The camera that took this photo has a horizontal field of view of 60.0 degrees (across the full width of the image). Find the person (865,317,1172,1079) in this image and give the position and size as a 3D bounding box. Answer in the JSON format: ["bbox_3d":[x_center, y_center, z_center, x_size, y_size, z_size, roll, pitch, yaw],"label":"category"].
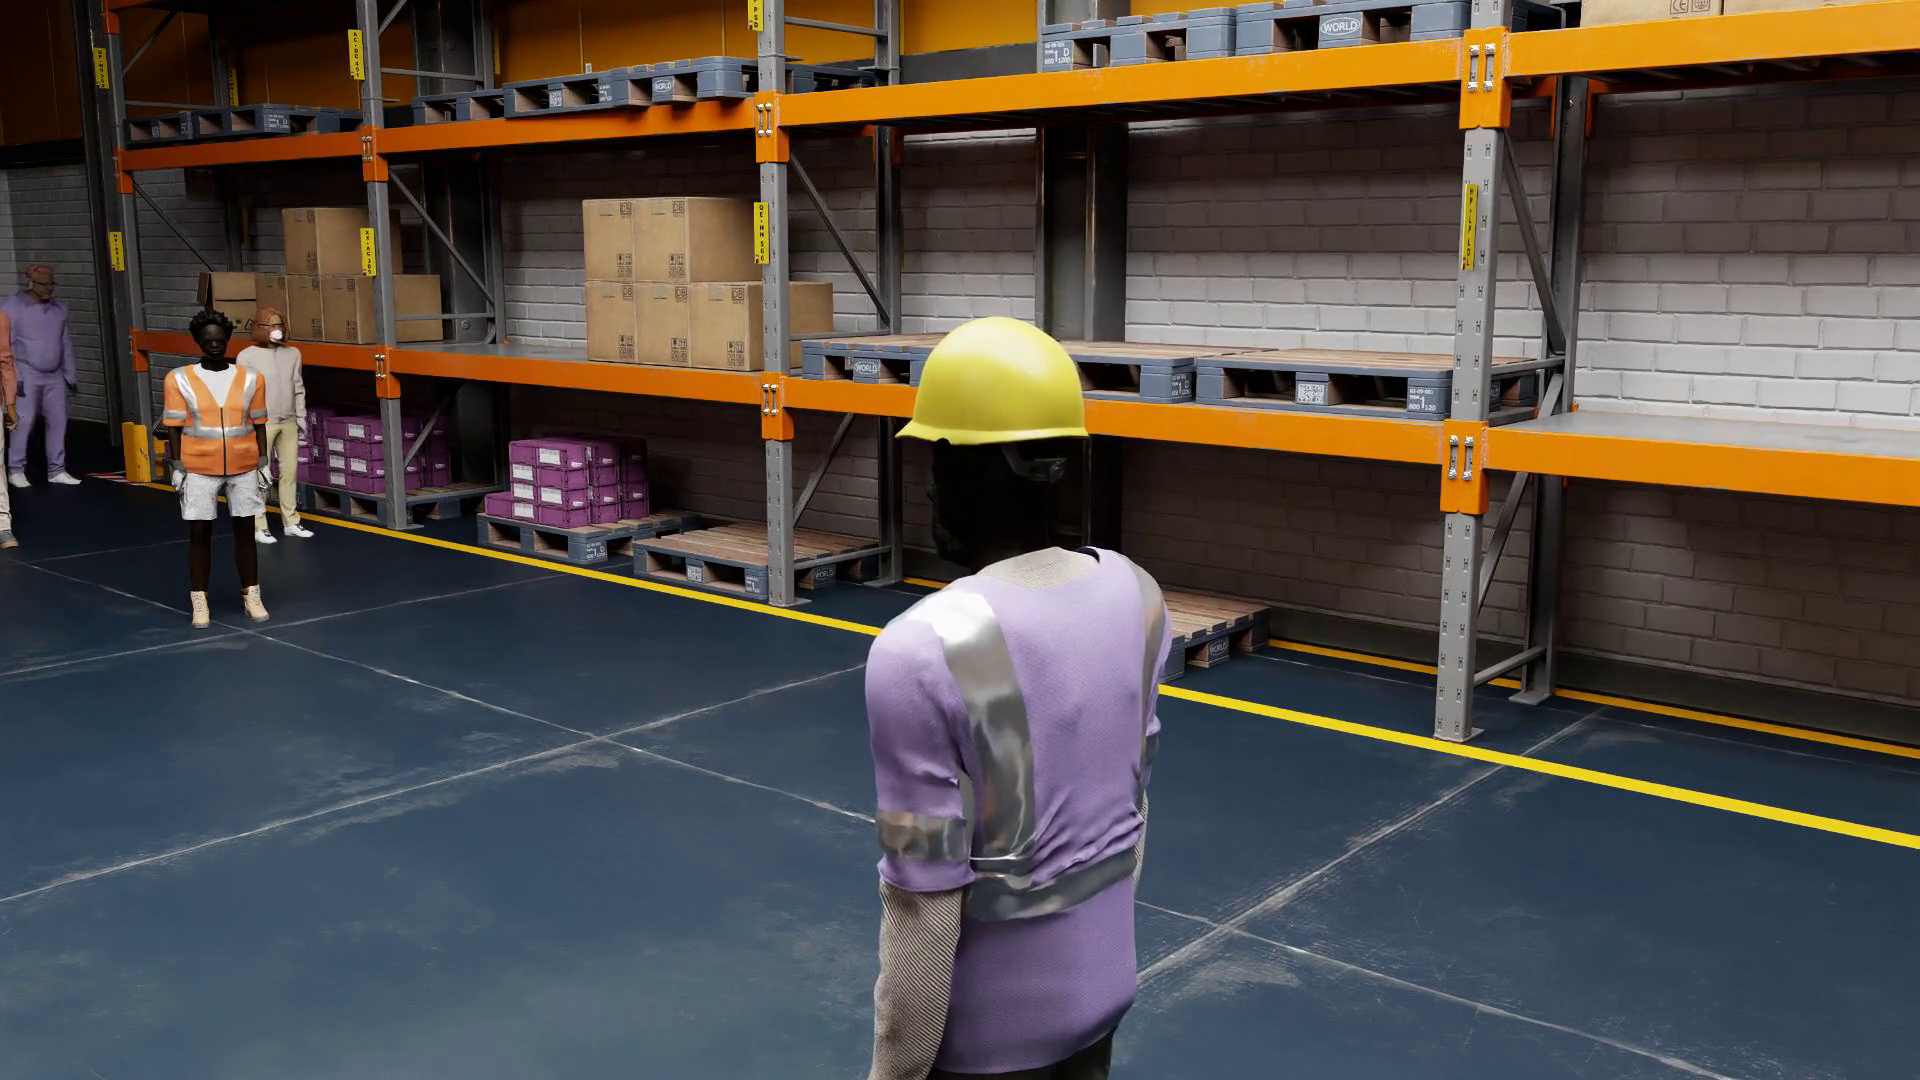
[{"bbox_3d":[0.061,0.649,2.409,0.370,1.927,0.588,8,13,37],"label":"person"}]

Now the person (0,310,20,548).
[{"bbox_3d":[-6.644,-0.917,11.135,0.612,1.995,0.376,-7,12,-36],"label":"person"}]

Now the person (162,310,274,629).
[{"bbox_3d":[-3.965,-0.381,8.923,0.531,1.698,0.320,-7,12,-33],"label":"person"}]

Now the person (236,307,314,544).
[{"bbox_3d":[-4.729,-0.791,11.478,0.284,1.626,0.495,6,12,31],"label":"person"}]

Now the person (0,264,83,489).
[{"bbox_3d":[-7.803,-1.381,14.091,0.468,1.886,0.688,4,11,21],"label":"person"}]
